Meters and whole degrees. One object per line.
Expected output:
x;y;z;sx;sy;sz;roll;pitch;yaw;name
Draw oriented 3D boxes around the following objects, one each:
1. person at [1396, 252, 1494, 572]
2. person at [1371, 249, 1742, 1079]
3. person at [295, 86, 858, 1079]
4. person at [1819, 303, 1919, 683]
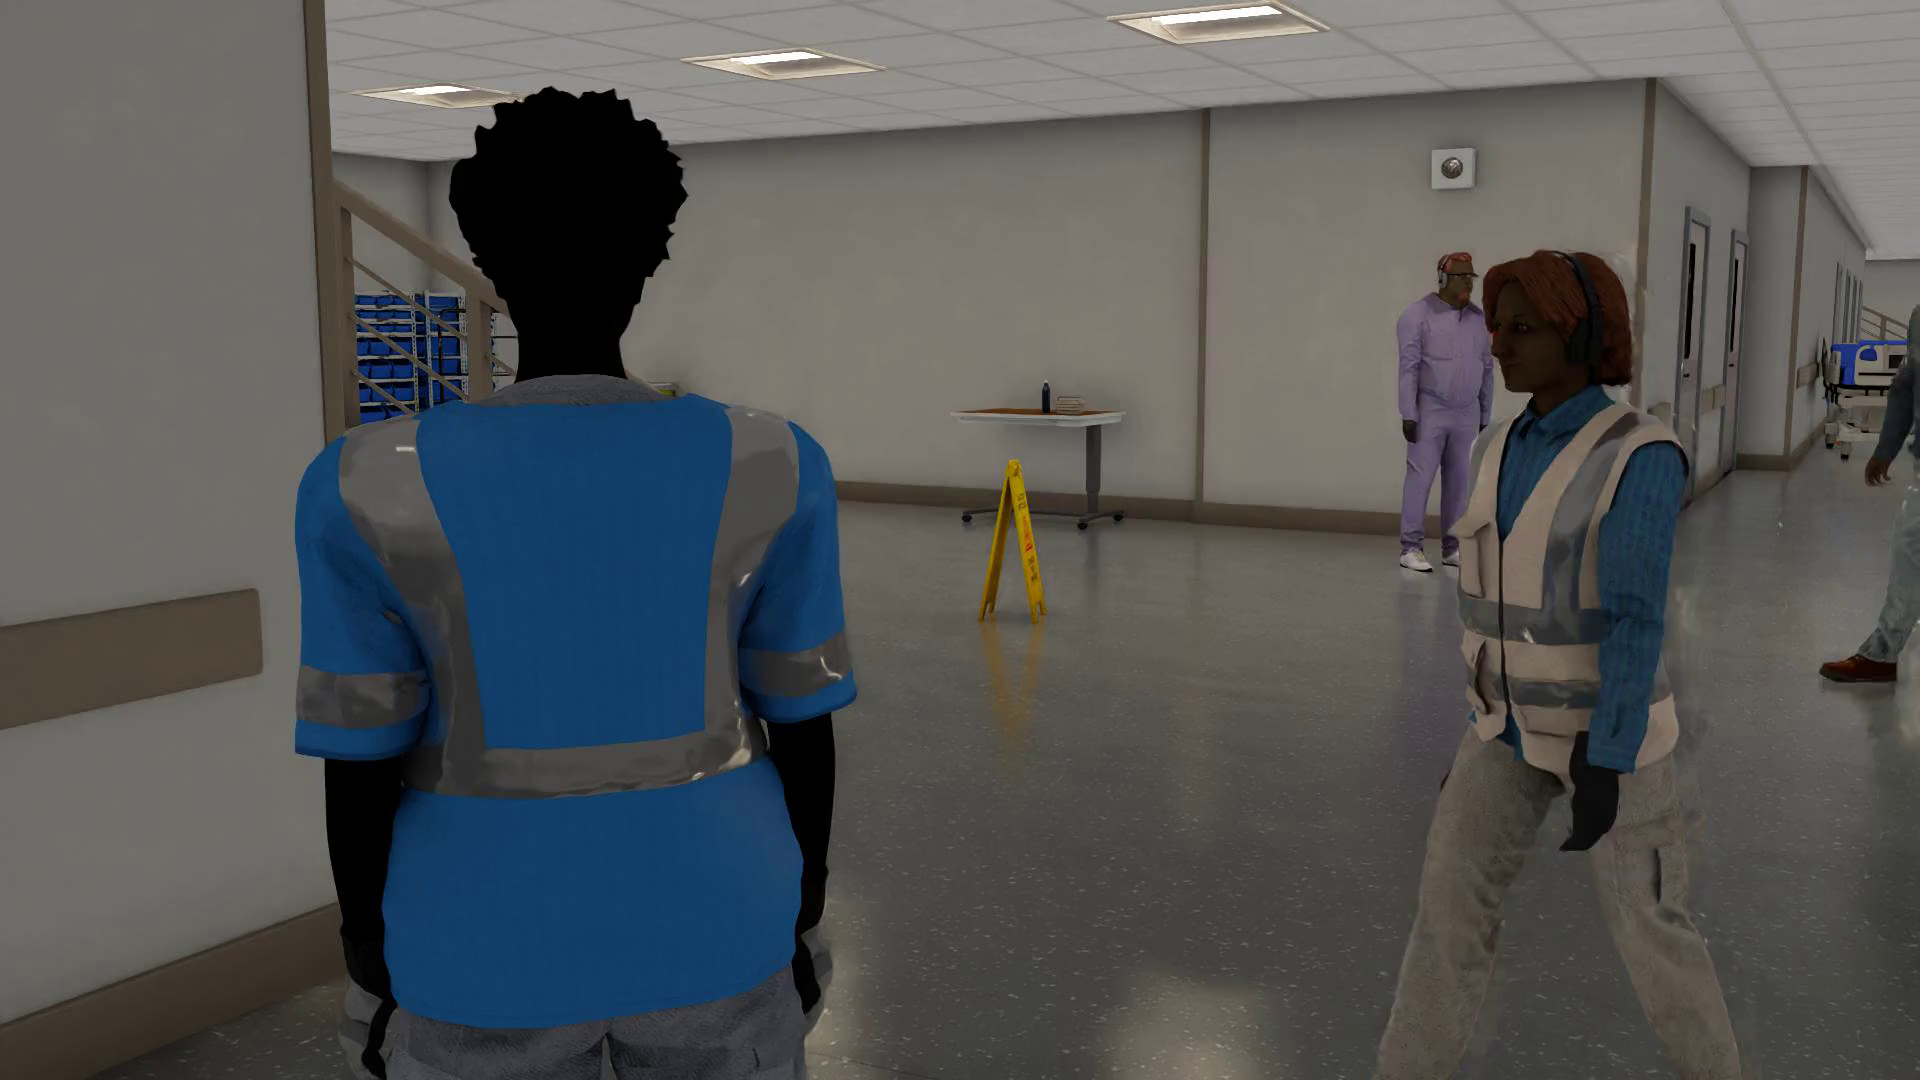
2.916;-0.757;9.939;0.646;1.901;0.400;-2;8;-18;person
1.015;0.326;2.764;0.855;1.598;0.525;-3;8;-21;person
-0.365;0.416;1.666;0.535;1.697;0.318;-3;8;-19;person
4.116;-0.340;6.761;1.025;1.894;0.636;0;7;2;person
